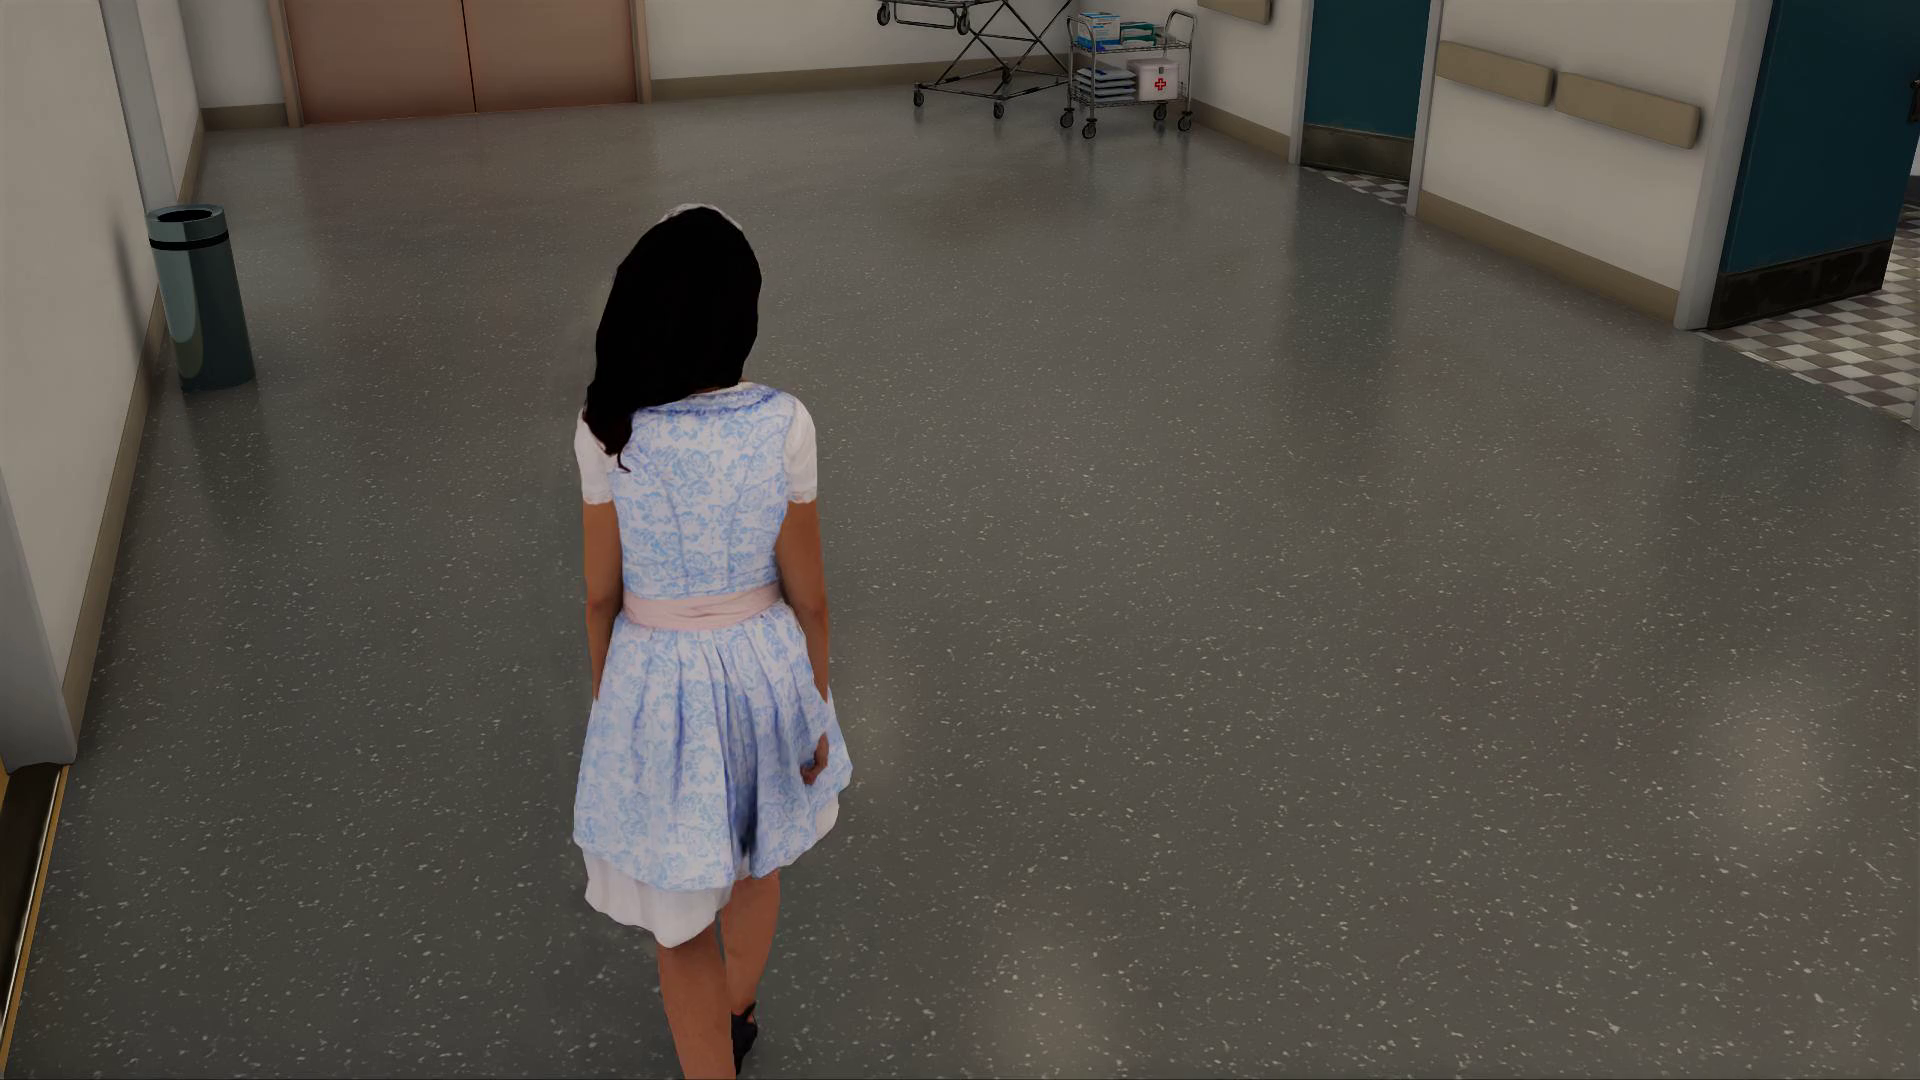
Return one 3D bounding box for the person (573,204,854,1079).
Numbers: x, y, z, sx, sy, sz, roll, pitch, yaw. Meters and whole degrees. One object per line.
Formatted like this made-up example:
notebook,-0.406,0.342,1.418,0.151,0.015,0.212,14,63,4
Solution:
person,-0.417,0.374,2.807,0.768,1.796,1.144,-4,26,-9
